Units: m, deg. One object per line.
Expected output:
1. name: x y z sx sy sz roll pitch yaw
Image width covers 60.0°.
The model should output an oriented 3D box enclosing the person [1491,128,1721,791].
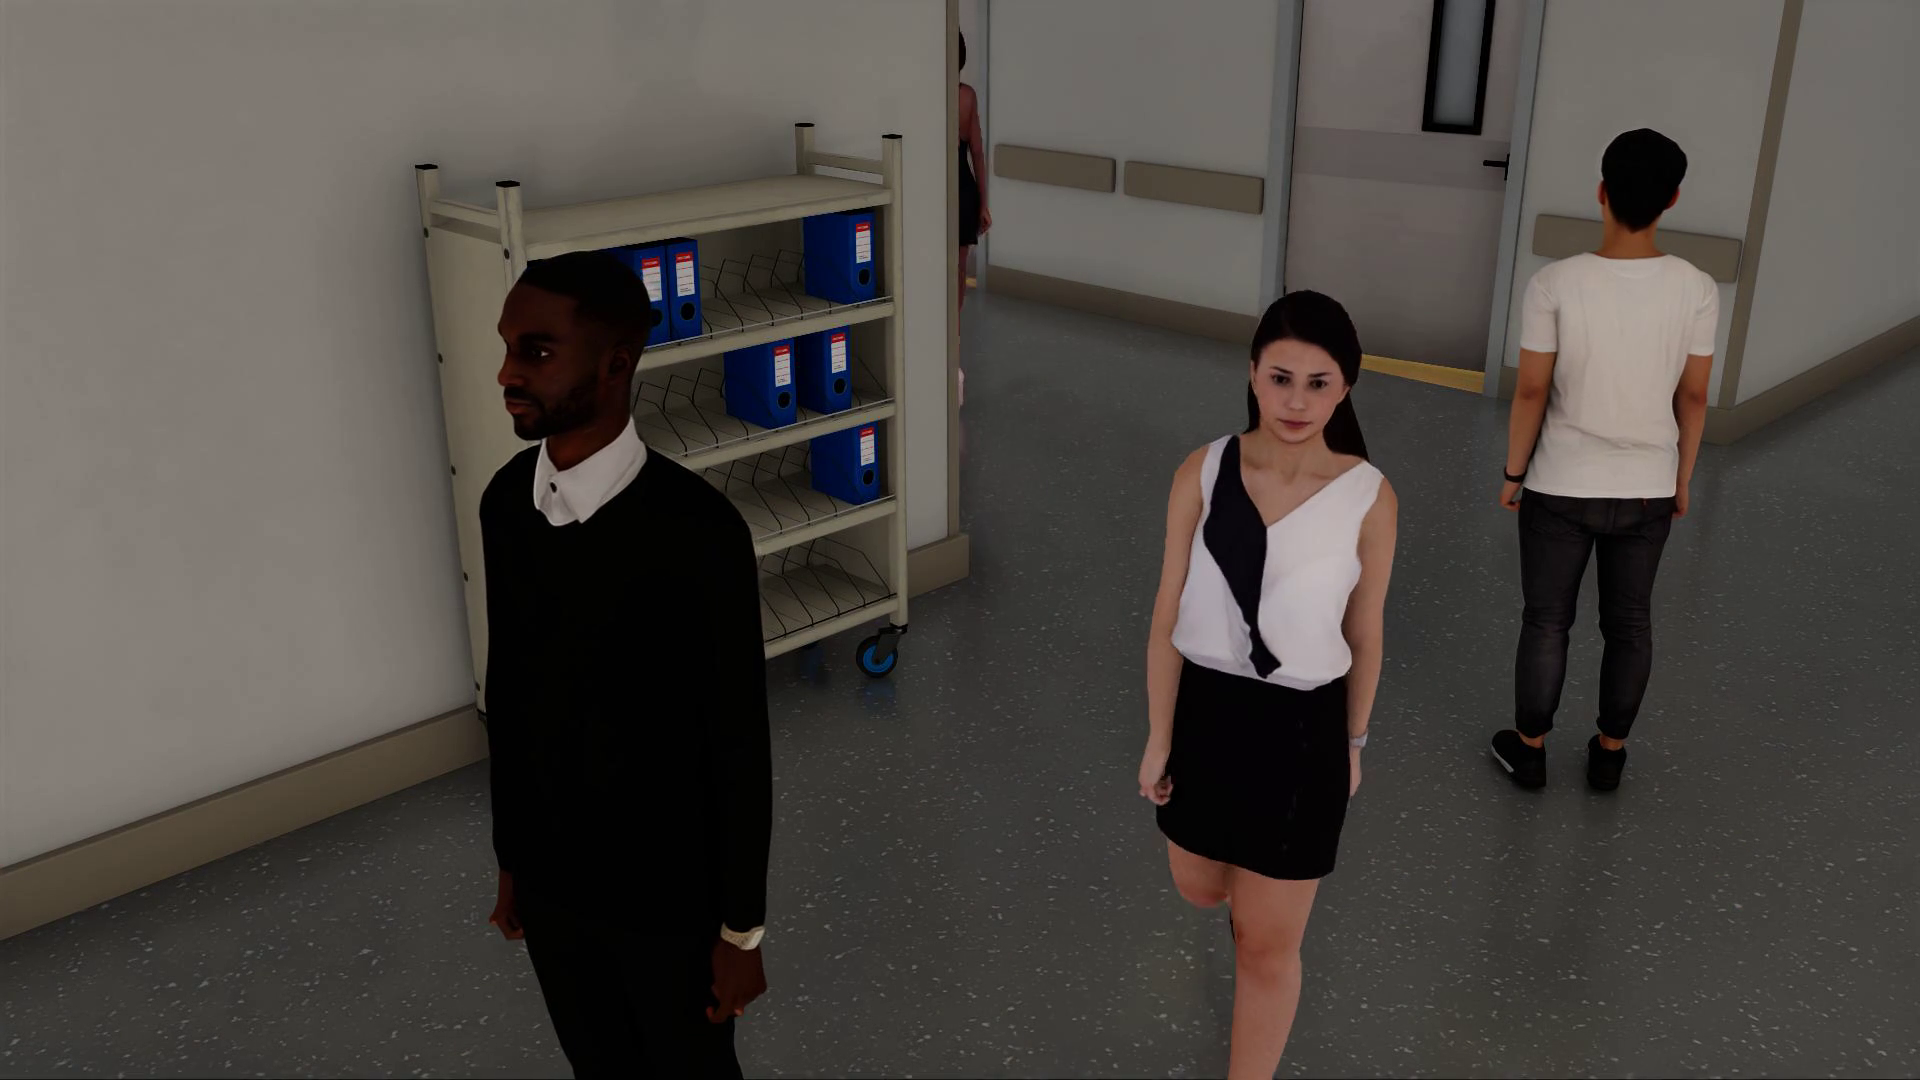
1. person: 1.631 -0.176 4.240 0.704 1.722 0.730 3 21 8

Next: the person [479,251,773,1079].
1. person: -0.480 0.468 2.462 0.695 1.809 0.616 12 24 29

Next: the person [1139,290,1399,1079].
1. person: 0.537 0.355 3.022 0.857 1.623 1.073 6 22 15
